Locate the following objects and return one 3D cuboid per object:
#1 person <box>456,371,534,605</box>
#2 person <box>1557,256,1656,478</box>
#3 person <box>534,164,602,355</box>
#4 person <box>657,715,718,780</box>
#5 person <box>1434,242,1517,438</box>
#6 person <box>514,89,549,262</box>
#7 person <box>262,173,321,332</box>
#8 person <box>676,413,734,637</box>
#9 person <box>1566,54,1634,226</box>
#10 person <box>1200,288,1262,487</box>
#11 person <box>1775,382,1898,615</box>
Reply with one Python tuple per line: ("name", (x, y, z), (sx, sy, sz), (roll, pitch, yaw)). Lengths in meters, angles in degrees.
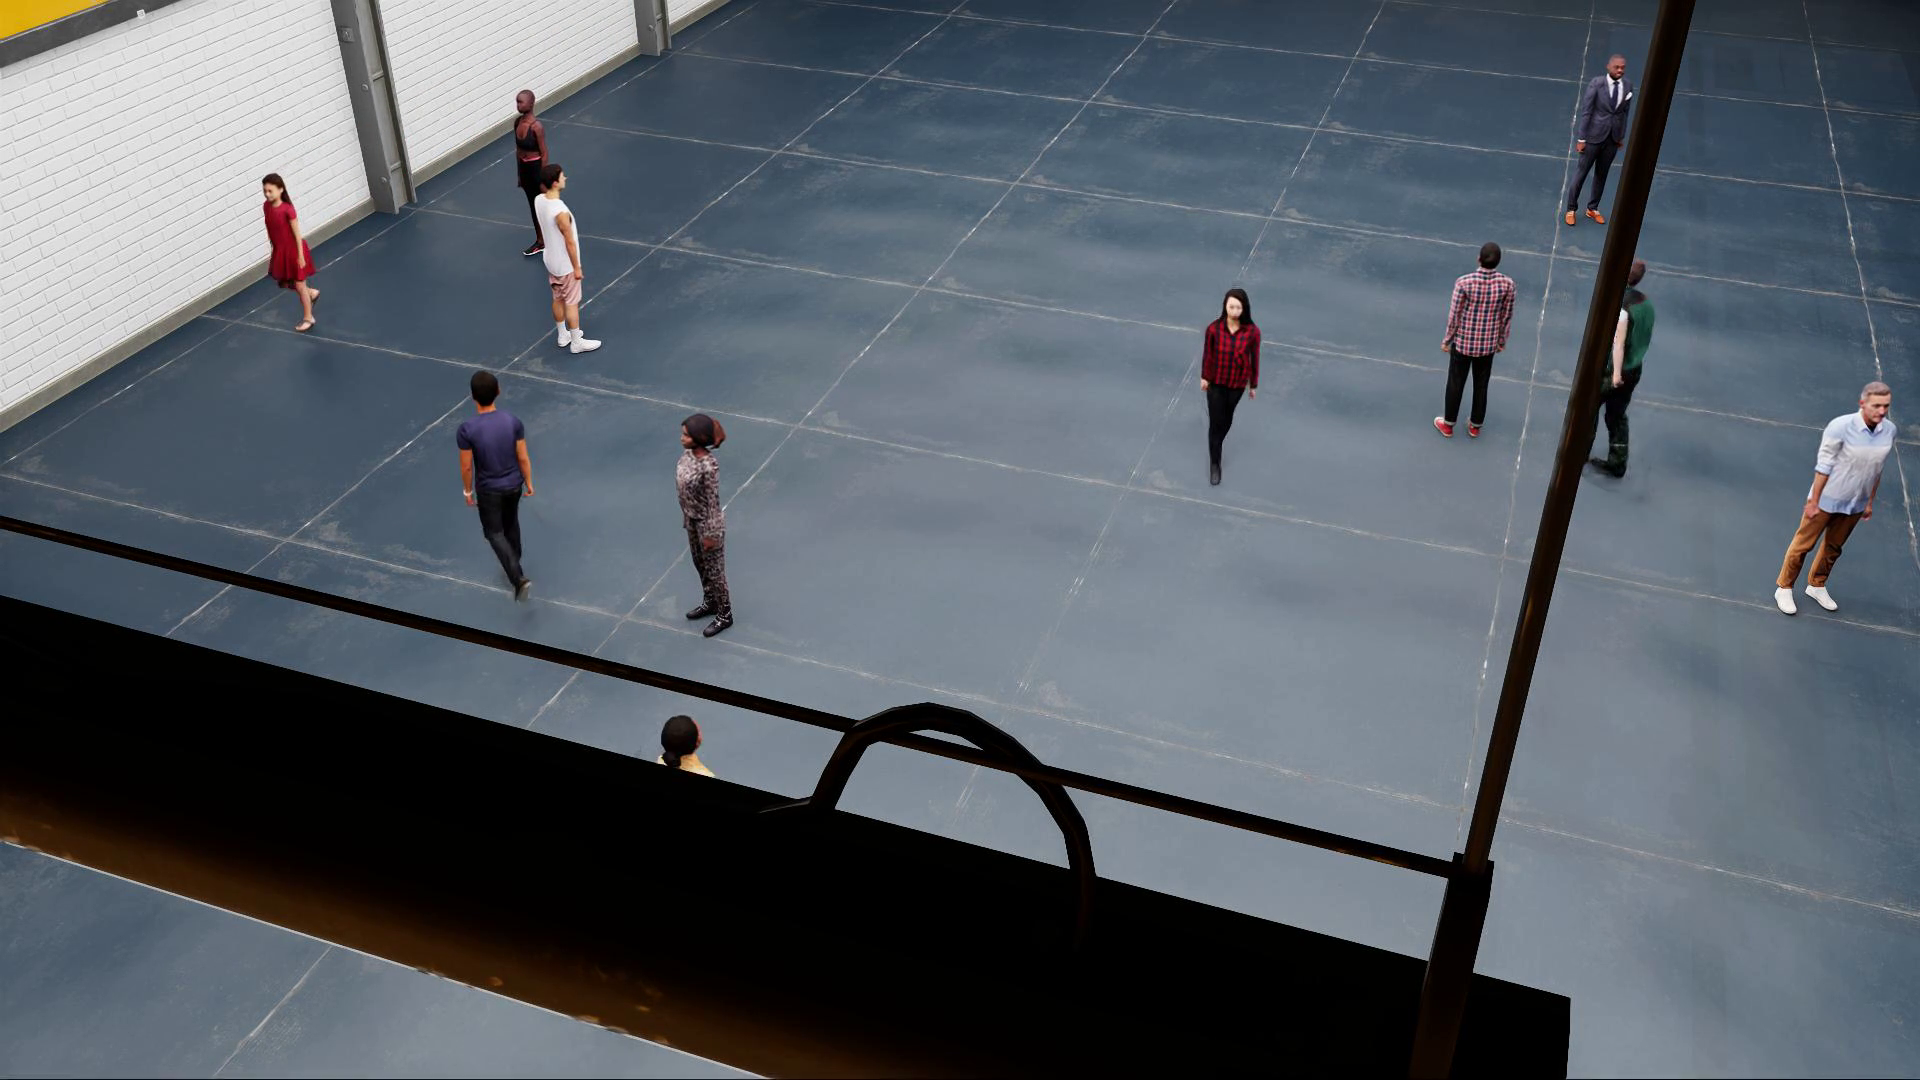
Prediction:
("person", (-3.284, -0.344, 11.901), (1.039, 1.773, 1.050), (-19, 38, -26))
("person", (5.338, -1.334, 13.378), (0.938, 1.786, 0.917), (26, 42, 33))
("person", (-3.661, -2.575, 15.243), (0.729, 1.789, 0.726), (-27, 42, -34))
("person", (-1.470, 1.657, 9.004), (0.638, 1.648, 0.662), (18, 38, 25))
("person", (4.310, -1.673, 13.913), (0.759, 1.760, 0.709), (1, 34, 2))
("person", (-4.338, -3.750, 17.040), (0.634, 1.758, 0.608), (21, 39, 28))
("person", (-6.310, -2.764, 15.752), (0.550, 1.541, 0.731), (13, 36, 18))
("person", (-1.782, -0.119, 11.616), (0.729, 1.714, 0.684), (-20, 39, -28))
("person", (6.860, -4.300, 17.807), (0.789, 1.824, 0.770), (-4, 34, -6))
("person", (2.163, -1.323, 13.504), (0.771, 1.629, 1.016), (2, 34, 3))
("person", (6.243, -0.319, 11.815), (0.768, 1.826, 0.748), (-4, 34, -5))
